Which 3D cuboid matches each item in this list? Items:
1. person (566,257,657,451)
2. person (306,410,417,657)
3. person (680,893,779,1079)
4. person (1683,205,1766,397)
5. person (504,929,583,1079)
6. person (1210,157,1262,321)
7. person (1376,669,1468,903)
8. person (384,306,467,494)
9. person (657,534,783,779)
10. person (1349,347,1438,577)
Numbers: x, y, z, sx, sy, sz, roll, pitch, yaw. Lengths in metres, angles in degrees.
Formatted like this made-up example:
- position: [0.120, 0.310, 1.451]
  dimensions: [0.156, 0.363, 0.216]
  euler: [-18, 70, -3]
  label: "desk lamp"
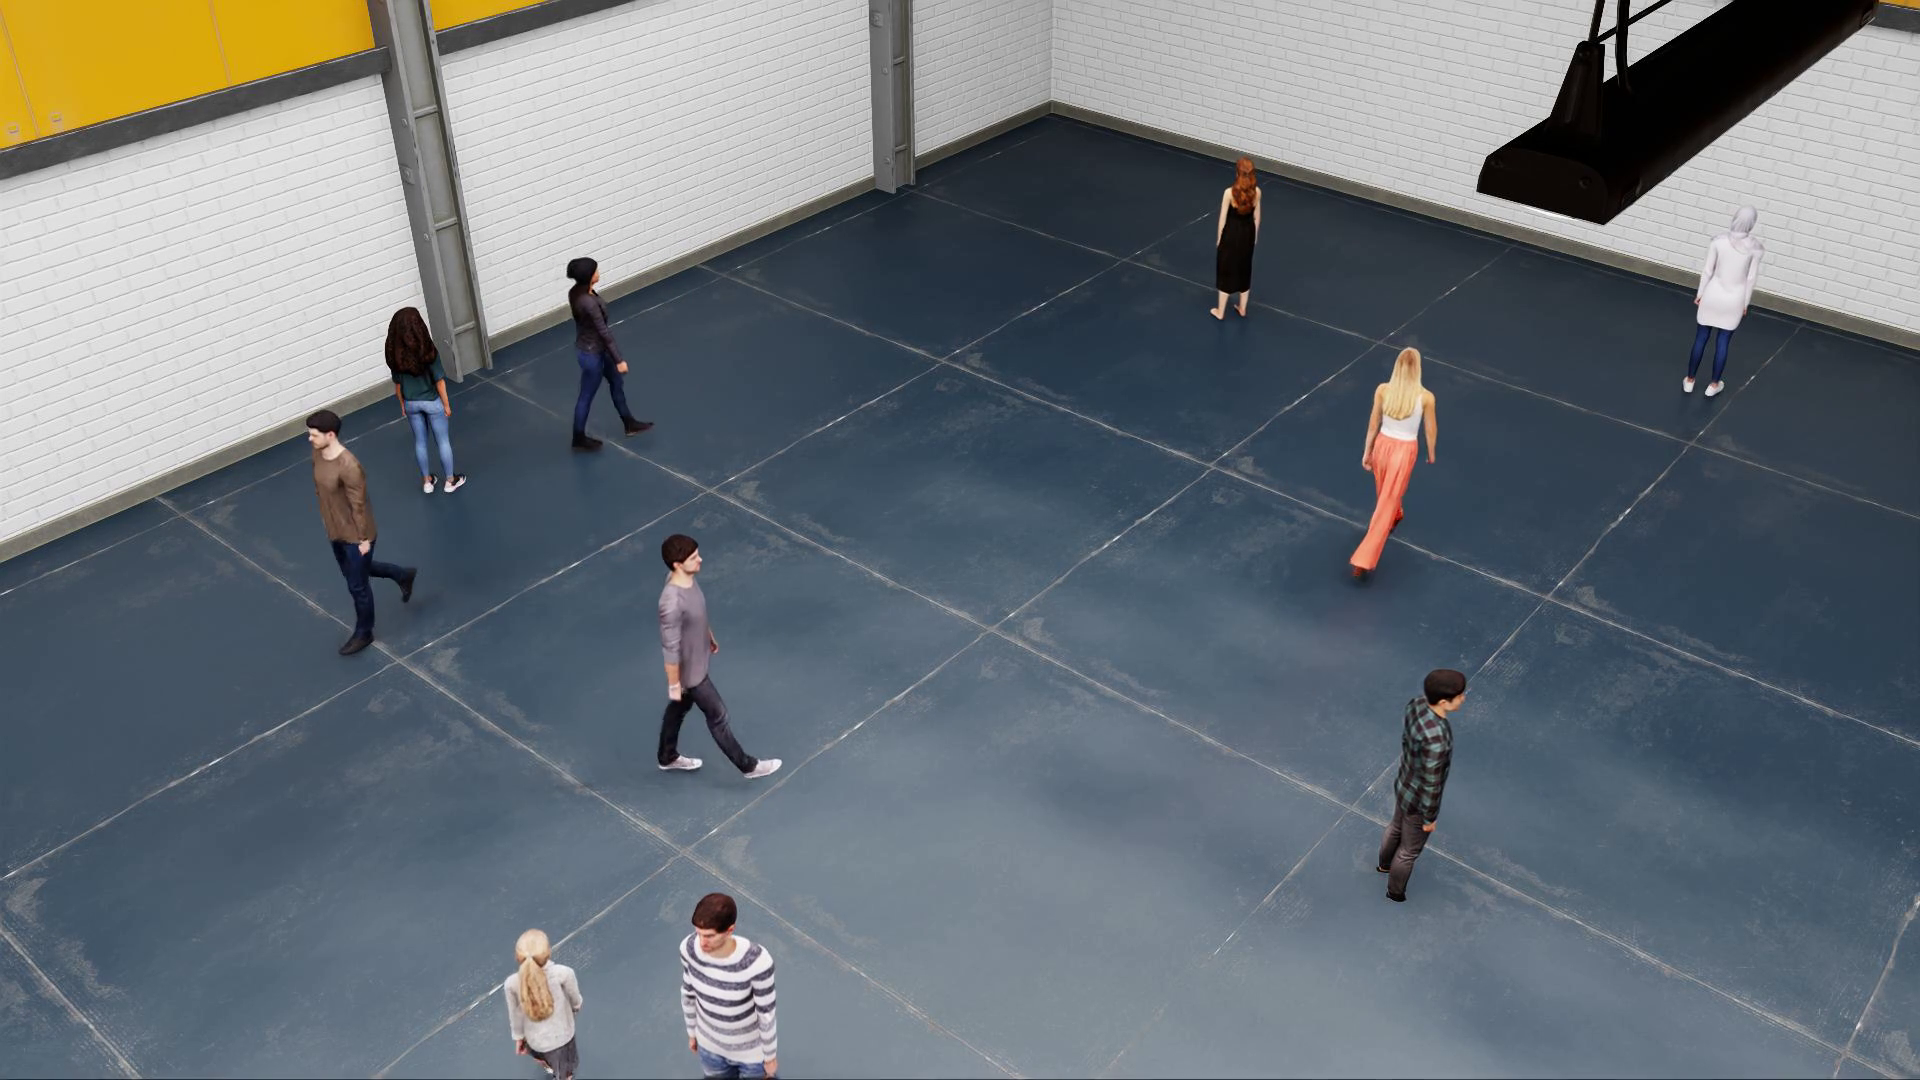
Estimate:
- position: [-3.159, -1.505, 13.866]
  dimensions: [1.083, 1.720, 0.938]
  euler: [-10, 35, -14]
  label: "person"
- position: [-4.195, -0.105, 11.626]
  dimensions: [0.674, 1.869, 1.012]
  euler: [23, 40, 31]
  label: "person"
- position: [-1.063, 2.359, 7.934]
  dimensions: [0.705, 1.852, 0.645]
  euler: [13, 36, 18]
  label: "person"
- position: [6.758, -2.119, 14.740]
  dimensions: [0.633, 1.775, 0.569]
  euler: [19, 38, 26]
  label: "person"
- position: [-2.046, 2.487, 8.286]
  dimensions: [0.829, 1.249, 0.872]
  euler: [-5, 34, -7]
  label: "person"
- position: [2.689, -2.912, 16.069]
  dimensions: [0.665, 1.624, 0.742]
  euler: [-8, 35, -12]
  label: "person"
- position: [2.652, 1.425, 9.646]
  dimensions: [0.780, 1.714, 0.715]
  euler: [0, 34, 1]
  label: "person"
- position: [-4.320, -1.122, 13.384]
  dimensions: [0.715, 1.616, 0.759]
  euler: [2, 34, 3]
  label: "person"
- position: [-1.778, 0.763, 10.364]
  dimensions: [1.153, 1.820, 1.116]
  euler: [-1, 34, -2]
  label: "person"
- position: [3.195, -0.530, 12.376]
  dimensions: [0.655, 1.746, 1.254]
  euler: [23, 40, 30]
  label: "person"
